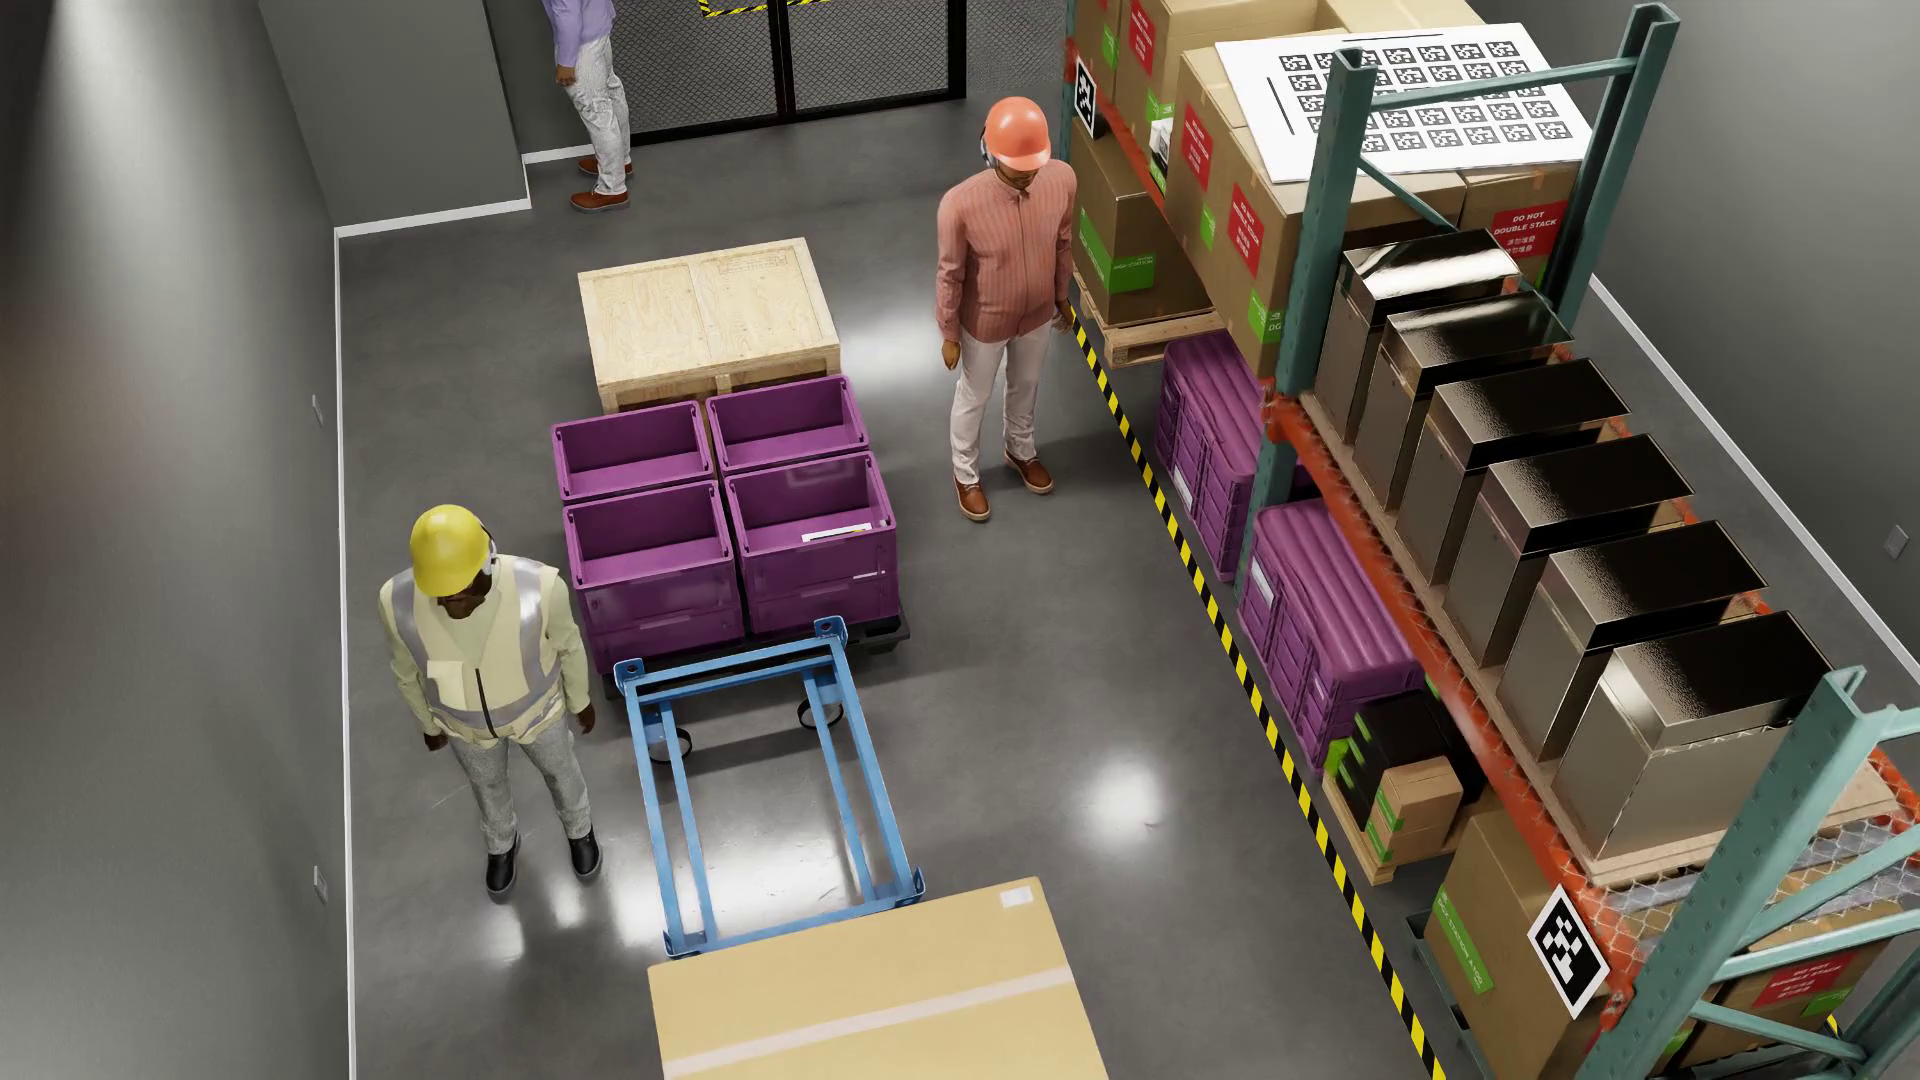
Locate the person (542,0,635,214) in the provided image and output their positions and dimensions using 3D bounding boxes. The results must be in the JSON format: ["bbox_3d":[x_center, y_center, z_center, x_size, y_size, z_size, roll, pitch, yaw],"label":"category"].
[{"bbox_3d":[-1.884,-2.513,8.198,0.372,1.935,0.632,0,47,0],"label":"person"}]

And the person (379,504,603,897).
[{"bbox_3d":[-1.502,0.542,5.459,0.591,1.834,0.404,-7,48,-6],"label":"person"}]

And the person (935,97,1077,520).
[{"bbox_3d":[0.198,-0.909,6.684,0.623,1.992,0.396,-22,51,-19],"label":"person"}]
